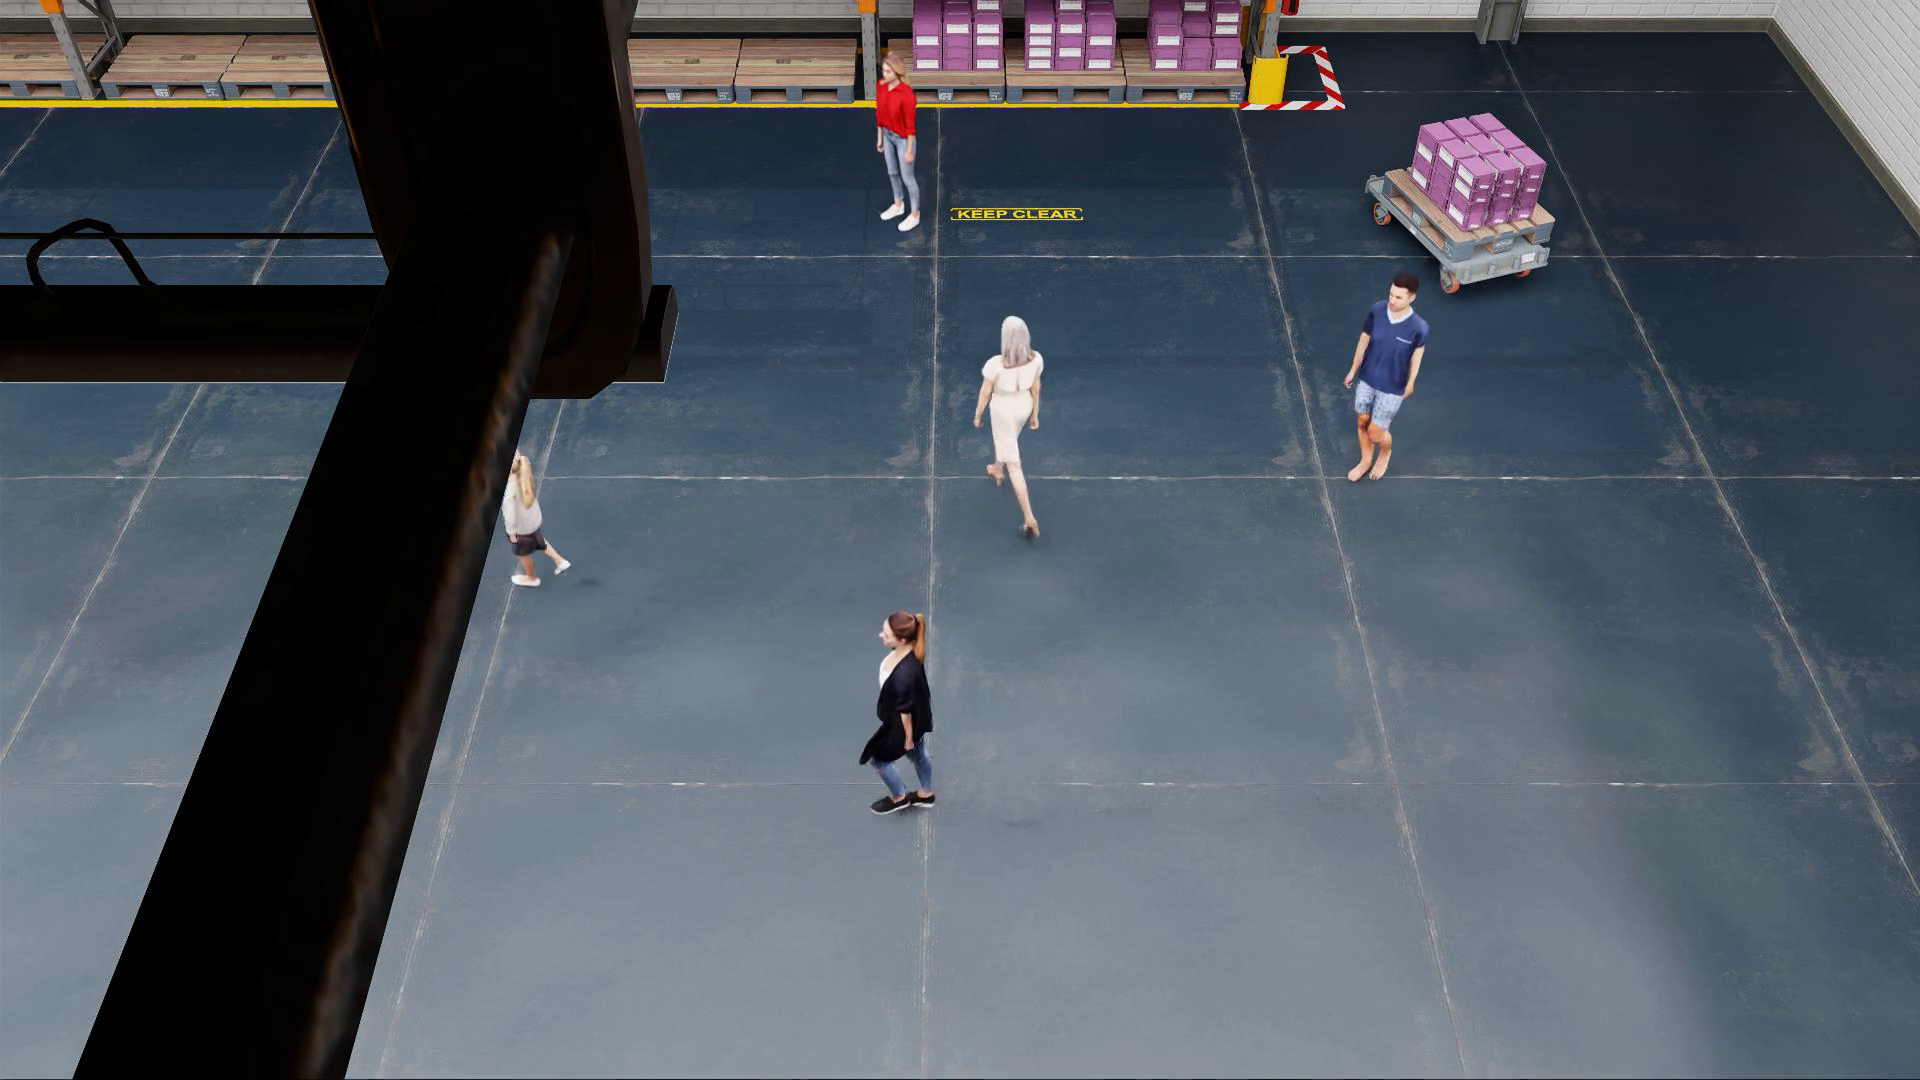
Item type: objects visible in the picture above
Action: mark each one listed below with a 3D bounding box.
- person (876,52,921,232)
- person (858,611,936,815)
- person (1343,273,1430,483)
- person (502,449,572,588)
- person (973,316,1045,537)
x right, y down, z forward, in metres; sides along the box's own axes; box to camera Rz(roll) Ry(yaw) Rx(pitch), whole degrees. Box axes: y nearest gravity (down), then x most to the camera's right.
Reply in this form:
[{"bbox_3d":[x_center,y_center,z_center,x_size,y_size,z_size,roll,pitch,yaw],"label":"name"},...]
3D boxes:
[{"bbox_3d":[-0.544,-3.551,14.760,0.748,1.701,0.687,-34,53,-31],"label":"person"},{"bbox_3d":[-0.240,1.062,9.940,0.675,1.671,0.661,3,44,3],"label":"person"},{"bbox_3d":[3.147,-1.218,12.213,0.767,1.836,0.826,34,53,31],"label":"person"},{"bbox_3d":[-2.973,-0.150,11.503,0.715,1.269,0.602,10,45,11],"label":"person"},{"bbox_3d":[0.397,-0.779,11.857,1.172,1.692,0.984,-16,46,-17],"label":"person"}]
